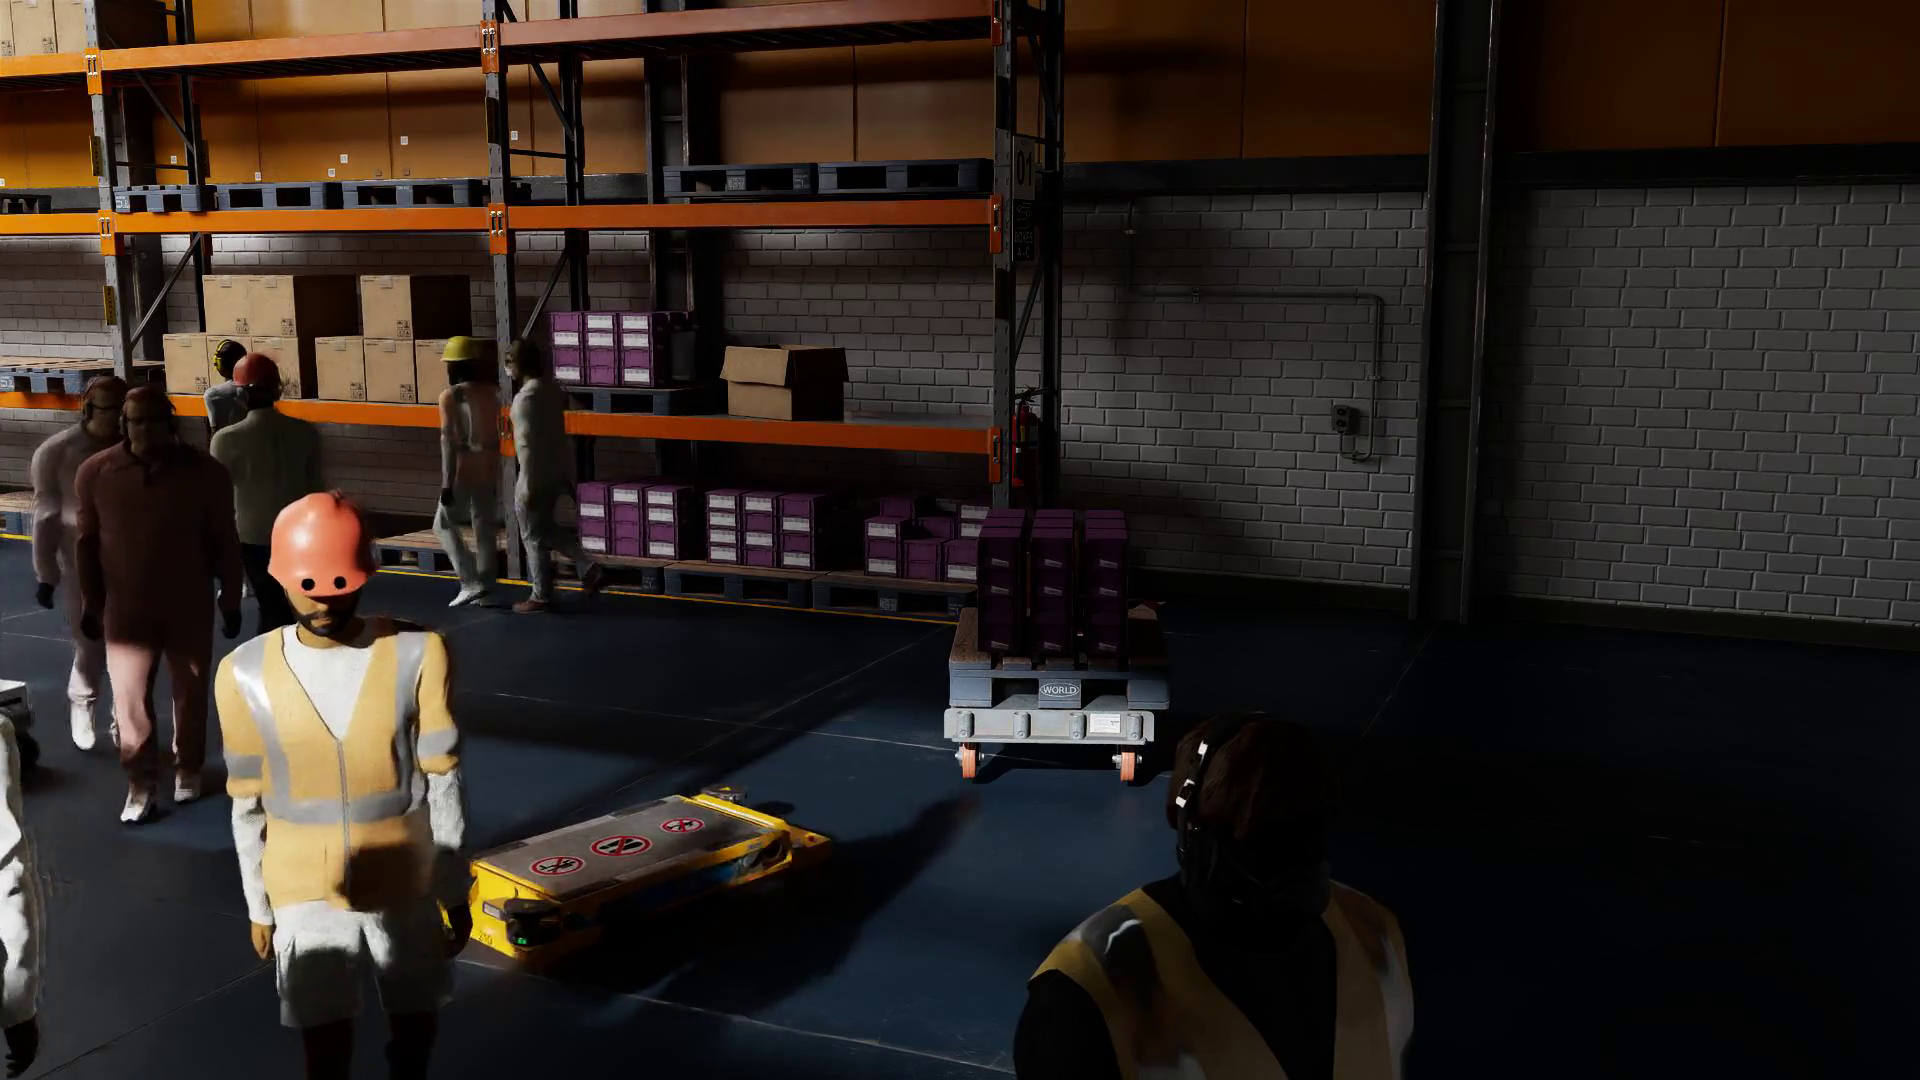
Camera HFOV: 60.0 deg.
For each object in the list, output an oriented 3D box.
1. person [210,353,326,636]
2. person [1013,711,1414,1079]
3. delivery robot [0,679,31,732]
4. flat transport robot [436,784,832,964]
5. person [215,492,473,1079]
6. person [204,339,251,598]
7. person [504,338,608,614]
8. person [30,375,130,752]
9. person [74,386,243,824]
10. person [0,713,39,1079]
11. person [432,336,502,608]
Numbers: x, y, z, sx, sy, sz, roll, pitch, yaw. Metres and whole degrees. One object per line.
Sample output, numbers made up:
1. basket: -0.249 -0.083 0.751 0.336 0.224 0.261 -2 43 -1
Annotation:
1. person: -3.716 -0.025 8.930 1.019 1.944 0.635 7 12 34
2. person: 0.383 1.133 2.284 0.625 1.844 0.429 -6 11 -30
3. delivery robot: -4.820 0.780 7.962 0.707 0.478 0.477 4 10 22
4. flat transport robot: -1.230 1.236 6.360 0.652 0.197 1.431 8 13 41
5. person: -1.483 0.800 4.079 0.560 1.902 0.760 -3 10 -17
6. person: -5.233 -0.515 12.062 0.328 1.873 0.521 6 11 33
7. person: -2.796 -0.415 11.324 0.560 1.919 0.659 1 10 8
8. person: -4.120 0.139 8.096 0.428 1.884 0.660 9 13 42
9. person: -3.483 0.281 7.239 0.681 1.880 0.757 -4 10 -20
10. person: -2.204 0.929 3.482 0.569 1.863 0.745 -1 10 -8
11. person: -3.436 -0.459 11.586 0.438 1.913 0.610 4 10 24
